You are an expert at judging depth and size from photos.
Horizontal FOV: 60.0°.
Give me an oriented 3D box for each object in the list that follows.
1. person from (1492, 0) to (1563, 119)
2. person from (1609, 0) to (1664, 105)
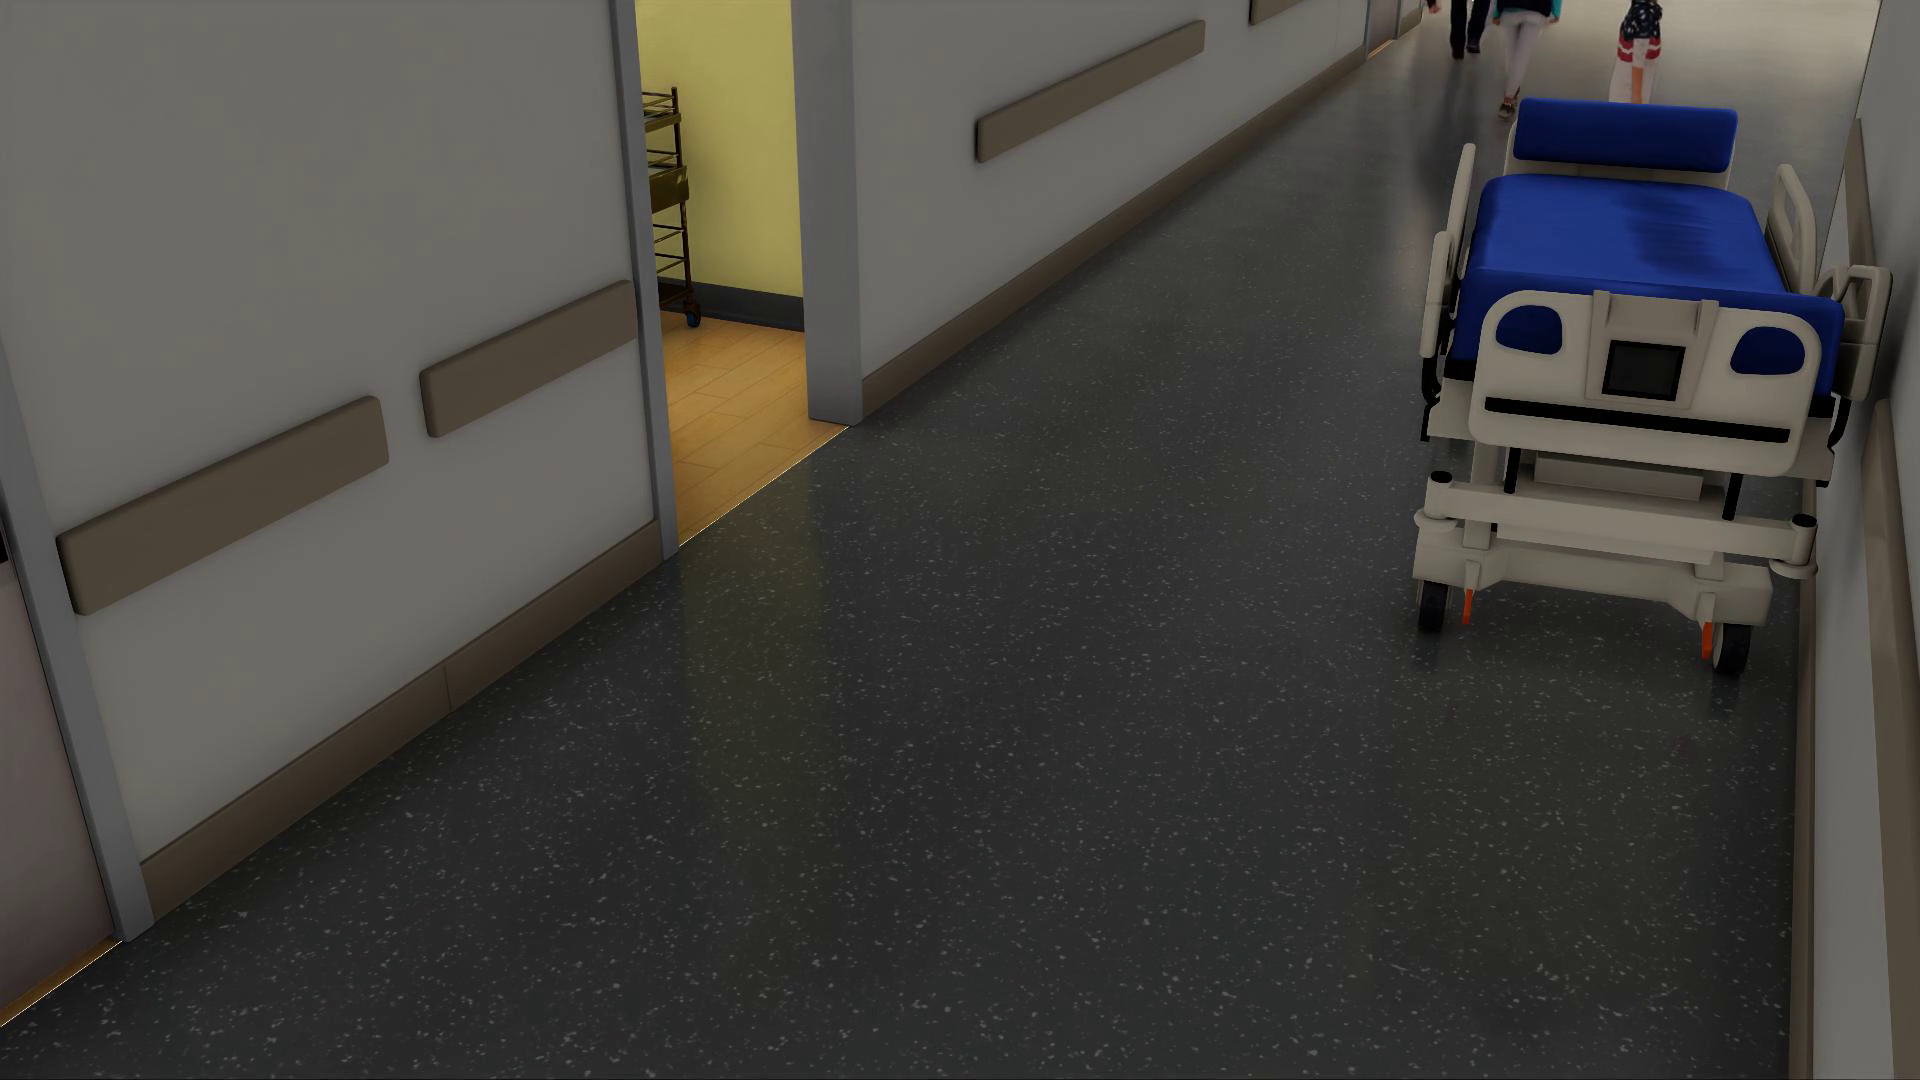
[{"bbox_3d":[3.987,-3.735,11.791,0.872,1.466,0.694,14,29,27],"label":"person"},{"bbox_3d":[3.817,-2.600,9.472,0.541,1.437,0.553,5,26,10],"label":"person"}]
